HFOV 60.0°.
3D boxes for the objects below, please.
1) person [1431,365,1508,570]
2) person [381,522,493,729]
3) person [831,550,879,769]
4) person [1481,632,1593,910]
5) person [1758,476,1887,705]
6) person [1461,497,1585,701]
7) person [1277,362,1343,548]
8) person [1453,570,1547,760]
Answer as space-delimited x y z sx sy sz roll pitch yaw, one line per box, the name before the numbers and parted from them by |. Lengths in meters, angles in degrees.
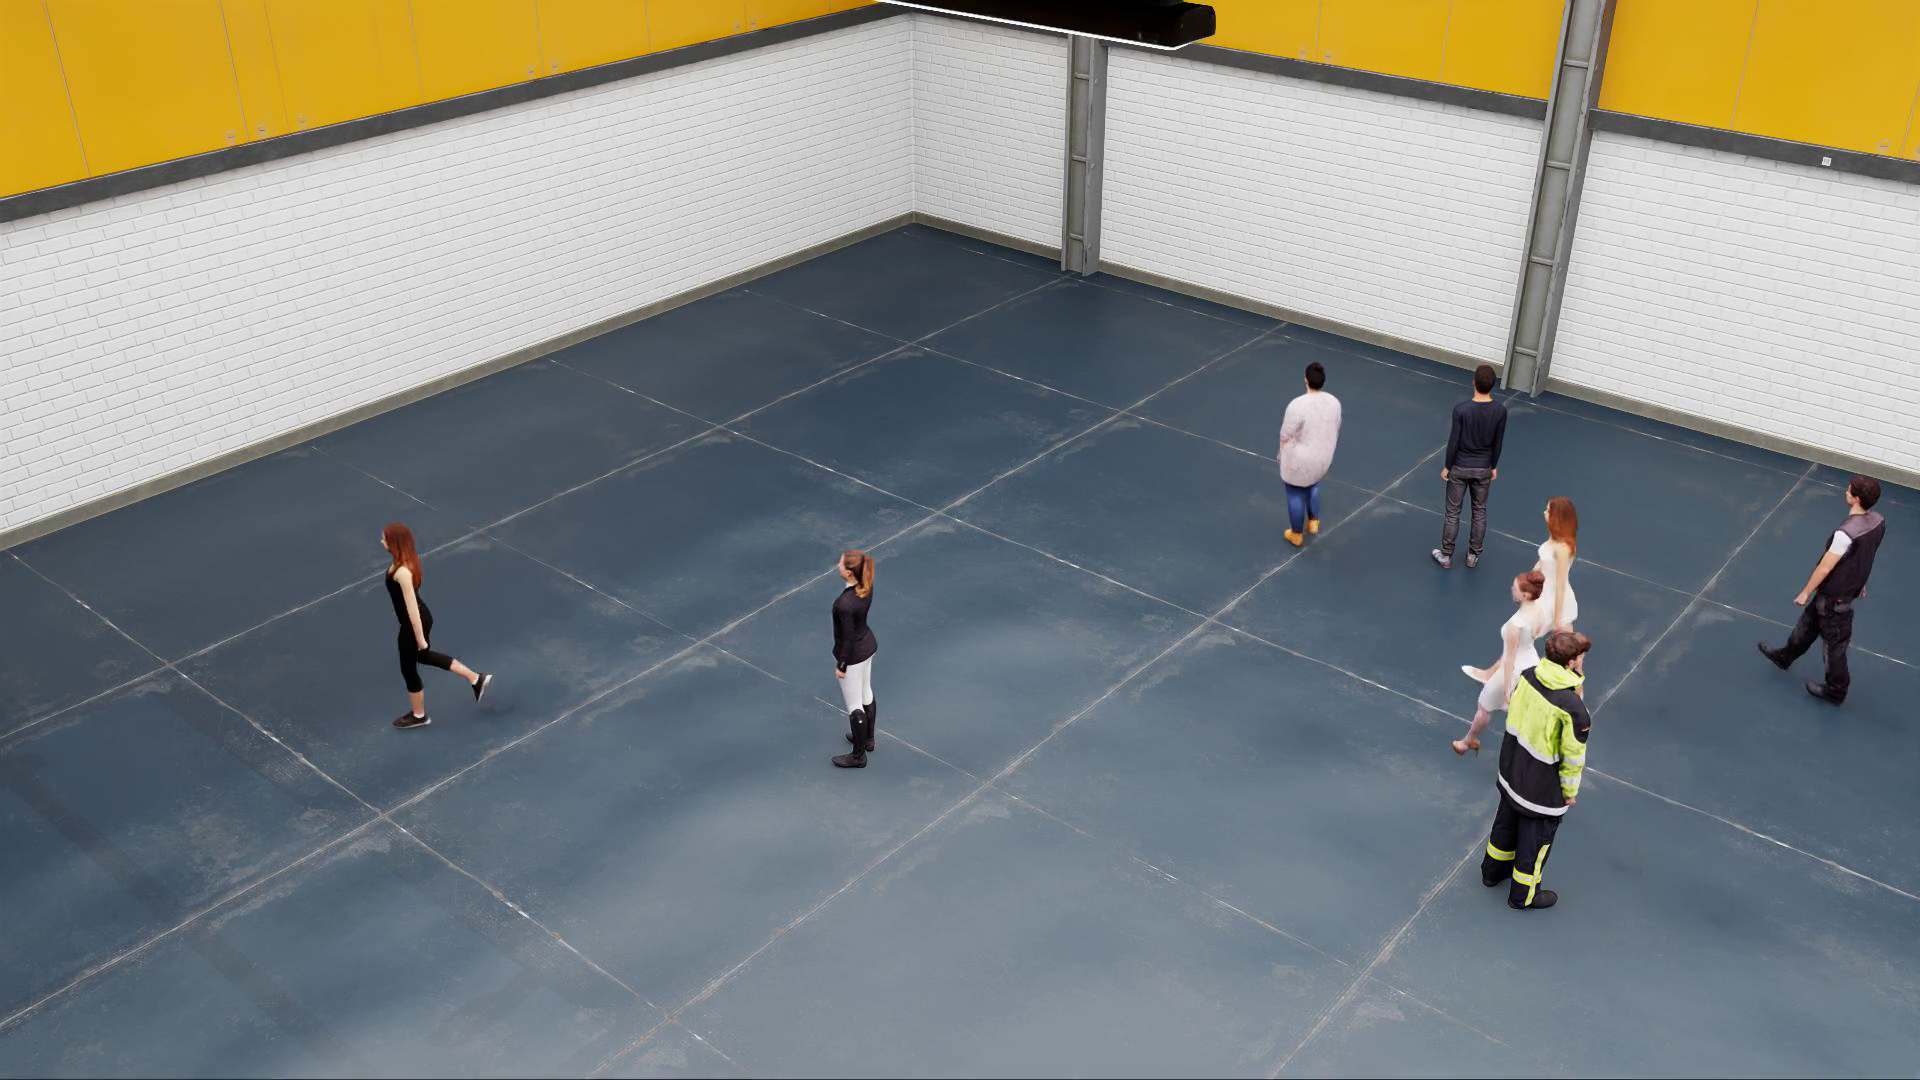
person | 4.401 -0.619 14.314 0.695 1.871 0.770 0 29 -1
person | -3.914 0.618 12.217 1.001 1.709 0.981 -6 29 -10
person | -0.742 0.831 11.804 0.657 1.729 0.637 9 30 16
person | 3.640 1.420 10.461 0.931 1.981 0.784 -11 31 -19
person | 6.687 0.414 12.470 0.817 1.824 1.076 -21 35 -33
person | 4.557 0.489 12.507 1.200 1.656 0.814 10 30 17
person | 3.091 -0.725 14.654 0.837 1.732 0.870 -9 30 -16
person | 3.925 1.030 11.437 0.788 1.732 1.202 -19 34 -30
